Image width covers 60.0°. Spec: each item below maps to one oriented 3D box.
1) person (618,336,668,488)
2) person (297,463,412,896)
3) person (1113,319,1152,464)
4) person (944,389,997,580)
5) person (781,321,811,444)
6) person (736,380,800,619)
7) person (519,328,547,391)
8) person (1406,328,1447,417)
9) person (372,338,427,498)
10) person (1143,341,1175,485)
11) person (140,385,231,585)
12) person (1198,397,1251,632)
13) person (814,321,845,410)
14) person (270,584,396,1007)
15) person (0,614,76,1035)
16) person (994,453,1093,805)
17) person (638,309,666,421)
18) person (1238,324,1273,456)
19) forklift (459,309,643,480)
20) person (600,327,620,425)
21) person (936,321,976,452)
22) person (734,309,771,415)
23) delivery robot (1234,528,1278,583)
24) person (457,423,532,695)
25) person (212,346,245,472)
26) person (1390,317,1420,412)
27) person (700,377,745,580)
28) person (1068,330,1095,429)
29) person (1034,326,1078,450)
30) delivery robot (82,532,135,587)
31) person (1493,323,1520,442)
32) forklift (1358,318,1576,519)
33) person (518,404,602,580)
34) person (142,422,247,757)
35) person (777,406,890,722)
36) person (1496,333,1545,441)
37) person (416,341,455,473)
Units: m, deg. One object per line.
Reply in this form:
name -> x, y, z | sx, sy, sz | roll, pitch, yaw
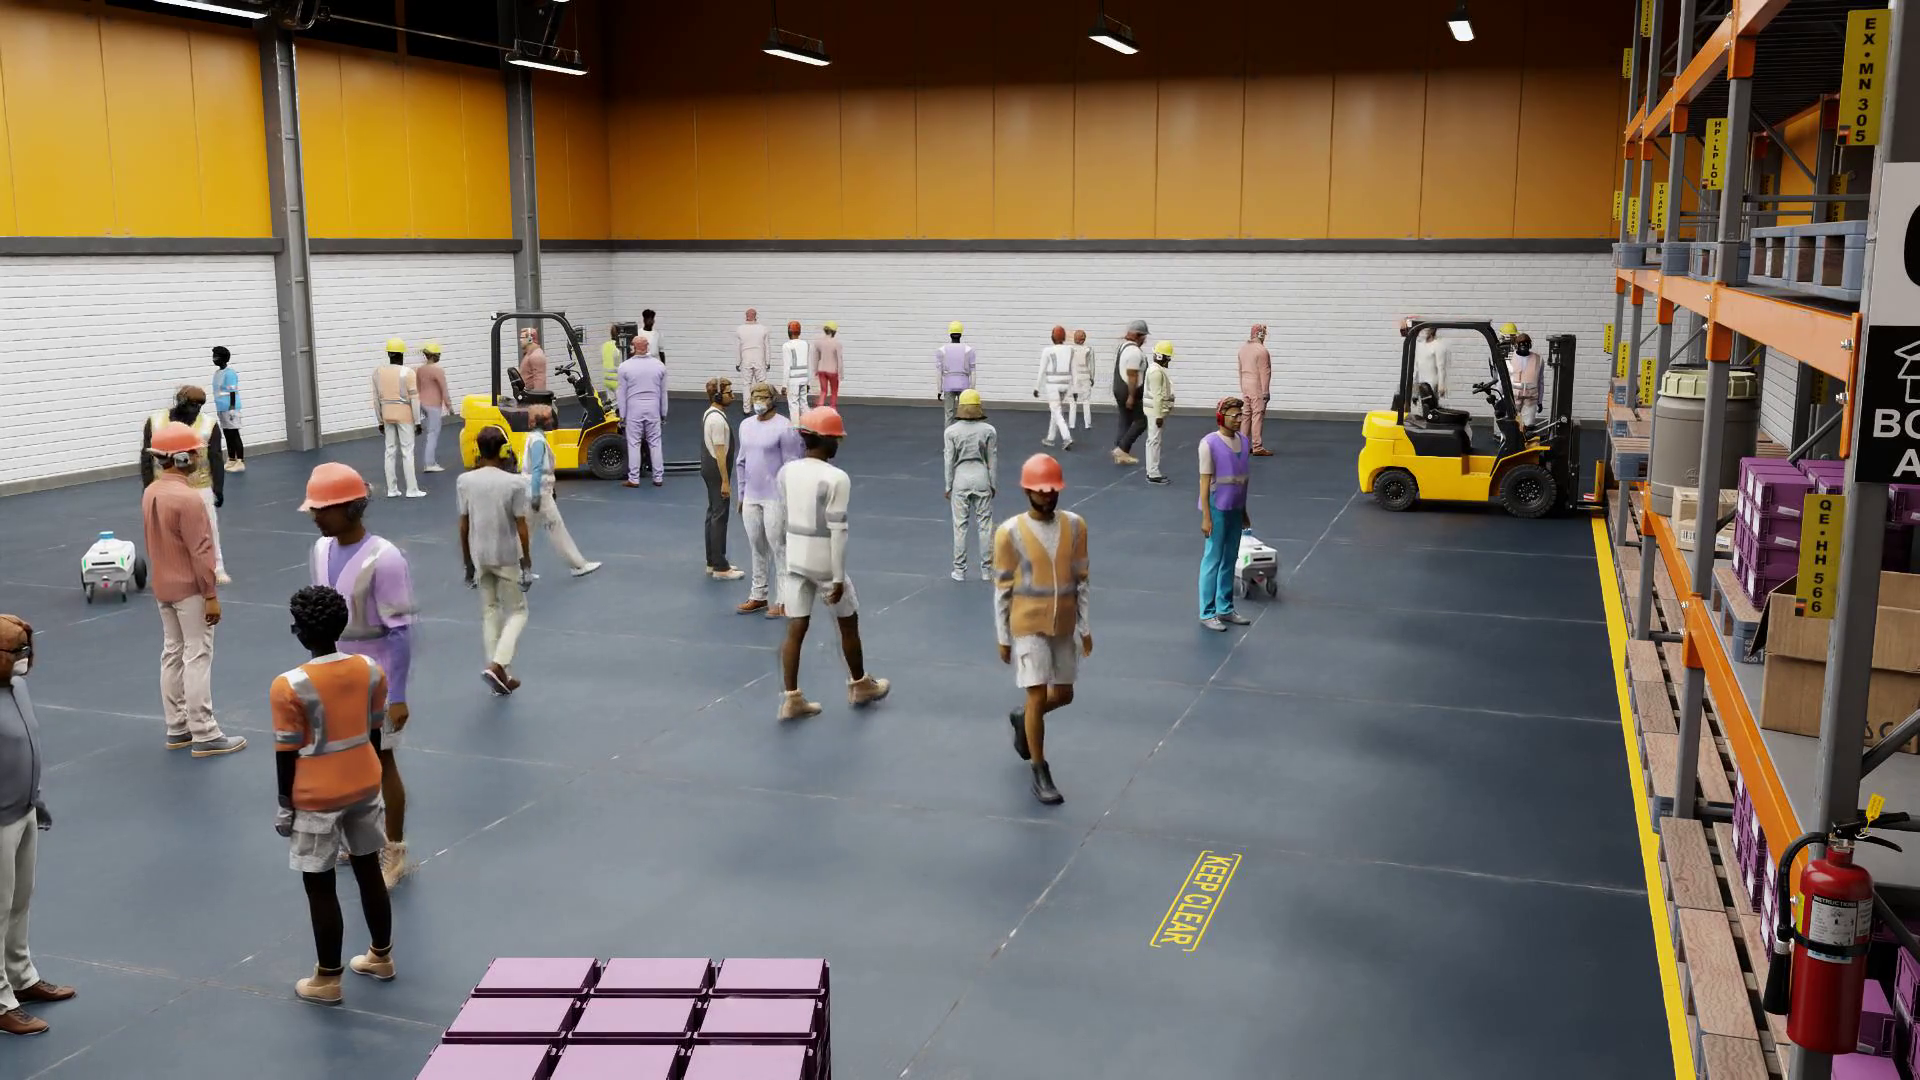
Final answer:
person -> -3.983, -1.608, 20.882 | 0.639, 1.900, 0.401 | -5, 11, -26
person -> -2.837, 0.636, 7.879 | 0.786, 2.024, 0.550 | 8, 13, 40
person -> 2.380, -2.035, 22.883 | 0.540, 2.000, 0.697 | -2, 10, -11
person -> 0.095, -0.498, 15.083 | 0.483, 1.736, 0.311 | -1, 10, -5
person -> -2.488, -2.382, 25.275 | 0.337, 1.882, 0.584 | 8, 13, 38
person -> -1.582, -0.332, 13.571 | 0.636, 1.939, 0.362 | 7, 13, 36
person -> -5.852, -1.949, 22.777 | 0.400, 1.907, 0.645 | -3, 11, -18
person -> 7.088, -2.353, 25.129 | 1.037, 1.895, 0.628 | -3, 10, -14
person -> -6.727, -1.455, 19.935 | 0.585, 1.927, 0.366 | 2, 10, 12
person -> 2.531, -1.622, 21.177 | 0.404, 1.821, 0.591 | 1, 10, 5
person -> -6.828, -0.455, 14.661 | 0.684, 1.813, 0.448 | -3, 10, -14
person -> 2.086, -0.216, 13.184 | 0.377, 1.844, 0.570 | 10, 14, 43
person -> -2.243, -2.926, 28.768 | 0.575, 1.728, 0.585 | 4, 11, 22
person -> -2.518, 1.015, 6.693 | 0.322, 1.689, 0.531 | 5, 11, 27
person -> -3.692, 1.084, 6.459 | 0.279, 1.633, 0.498 | -1, 10, -8
person -> 0.430, 0.452, 9.236 | 0.551, 1.914, 0.739 | -4, 11, -23
person -> -5.284, -2.939, 28.223 | 0.622, 1.951, 0.407 | -5, 11, -27
person -> 4.284, -2.166, 24.013 | 0.407, 1.904, 0.639 | -5, 11, -24
forklift -> -5.354, -1.902, 21.697 | 2.313, 2.155, 1.214 | -2, 10, -13
person -> -5.140, -2.323, 25.072 | 0.638, 1.841, 0.429 | 9, 13, 40
person -> -0.054, -2.217, 24.216 | 0.588, 1.930, 0.361 | 1, 10, 3
person -> -3.692, -3.170, 29.667 | 0.639, 1.903, 0.407 | -1, 10, -6
delivery robot -> 2.486, 0.137, 14.568 | 0.477, 0.478, 0.707 | -3, 11, -18
person -> -3.109, 0.154, 11.101 | 0.513, 1.855, 0.510 | 2, 10, 9
person -> -9.823, -1.755, 22.298 | 0.537, 1.690, 0.320 | 10, 14, 43
person -> 7.071, -2.597, 26.477 | 0.975, 1.882, 0.565 | 1, 10, 6
person -> -2.179, -0.561, 15.130 | 0.344, 1.846, 0.506 | -4, 11, -19
person -> 1.964, -2.639, 27.410 | 0.514, 1.640, 0.315 | 1, 10, 4
person -> 1.470, -2.264, 24.758 | 0.596, 1.839, 0.992 | -6, 12, -31
delivery robot -> -7.355, 0.171, 14.375 | 0.477, 0.478, 0.707 | -4, 11, -20
person -> 8.445, -2.435, 25.716 | 0.404, 1.832, 0.594 | 2, 10, 11
forklift -> 5.787, -1.437, 19.079 | 2.313, 2.155, 1.214 | 3, 11, 19
person -> -3.701, -0.425, 15.032 | 0.835, 1.592, 0.544 | -3, 11, -18
person -> -4.598, 0.292, 9.897 | 0.612, 1.997, 0.375 | 8, 13, 37
person -> -0.836, 0.137, 10.763 | 0.613, 2.008, 0.944 | 7, 12, 36
person -> 7.594, -1.877, 22.548 | 0.636, 1.842, 0.429 | 1, 10, 6
person -> -7.032, -1.777, 22.260 | 0.542, 1.751, 0.491 | 8, 13, 39
